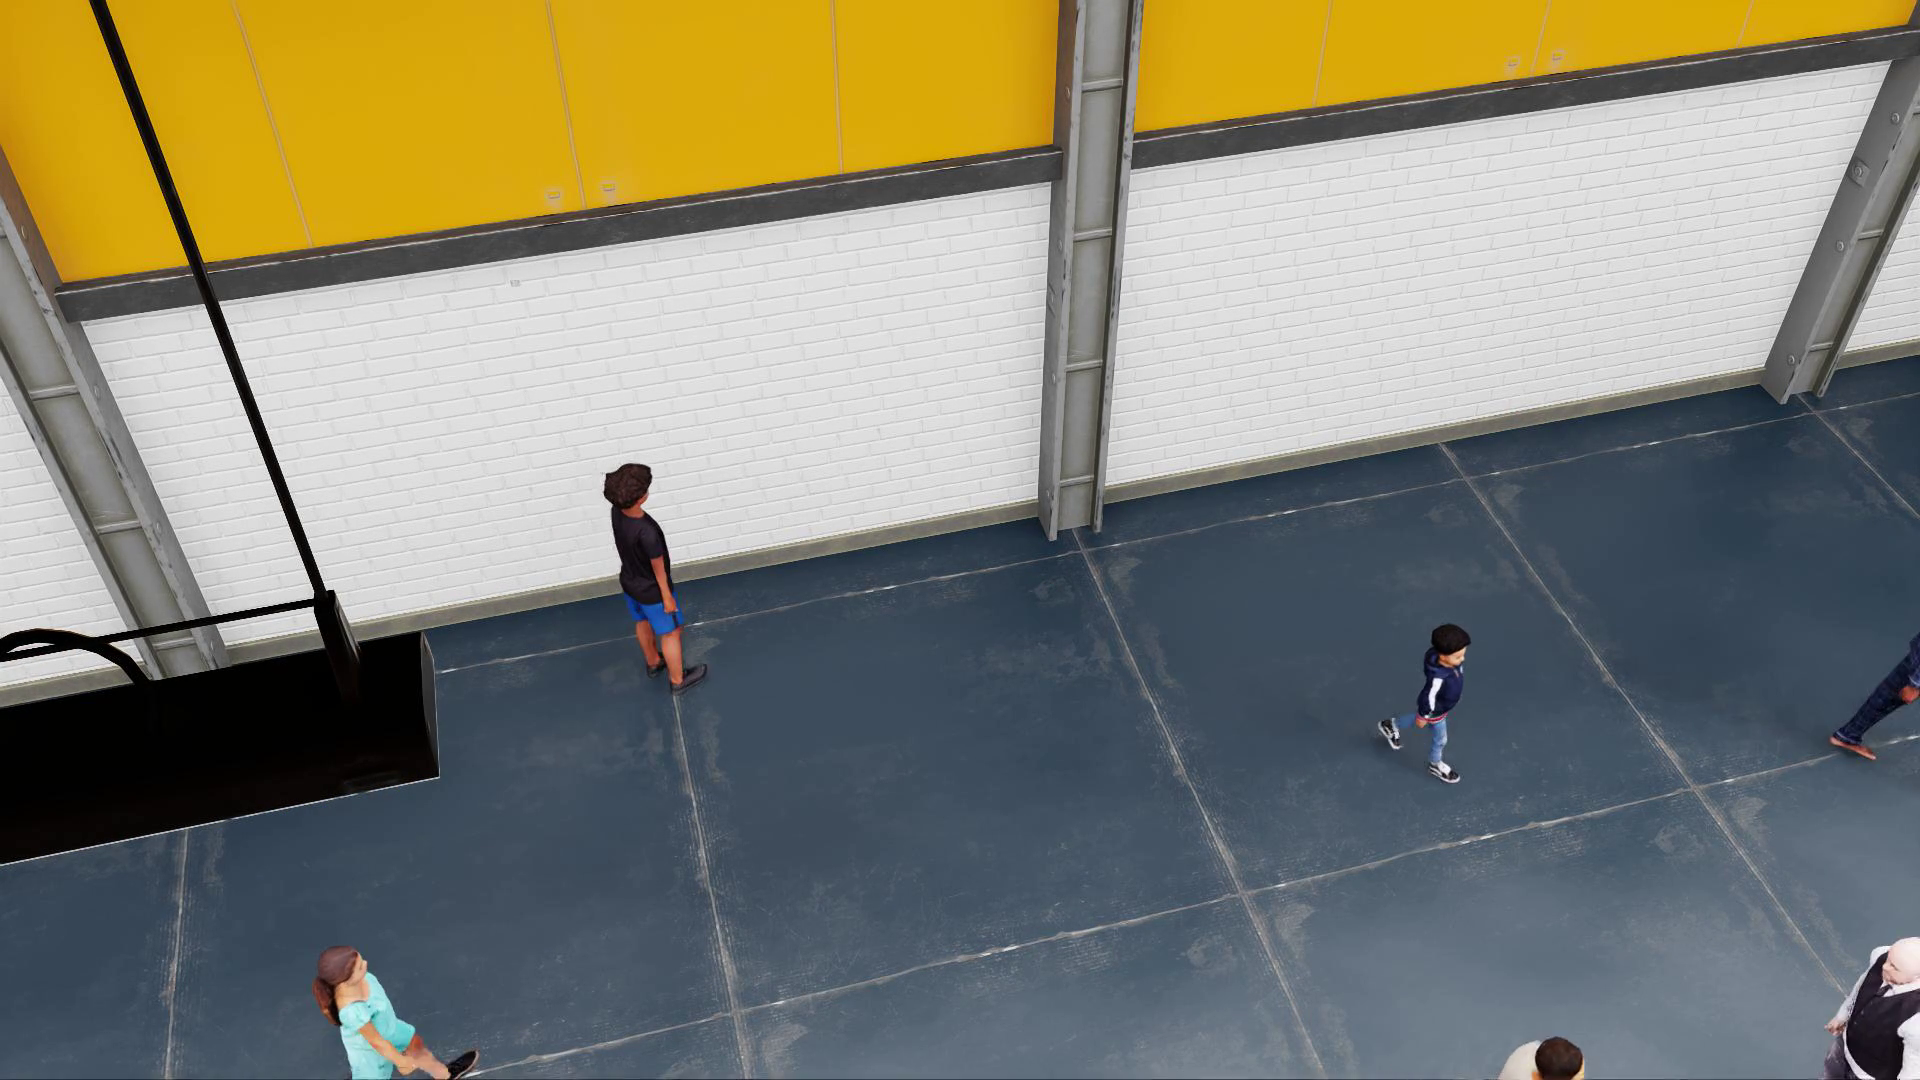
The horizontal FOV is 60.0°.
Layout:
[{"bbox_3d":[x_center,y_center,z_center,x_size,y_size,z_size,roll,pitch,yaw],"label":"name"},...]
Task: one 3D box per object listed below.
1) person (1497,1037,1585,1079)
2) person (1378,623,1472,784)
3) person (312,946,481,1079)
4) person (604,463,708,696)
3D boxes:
[{"bbox_3d":[2.440,2.757,7.735,1.215,1.780,1.040,8,44,8],"label":"person"},{"bbox_3d":[2.841,0.939,10.060,0.859,1.204,0.828,26,49,24],"label":"person"},{"bbox_3d":[-2.963,2.502,8.179,0.945,1.536,0.698,-22,48,-22],"label":"person"},{"bbox_3d":[-1.974,0.263,10.343,0.765,1.793,0.742,-33,53,-30],"label":"person"}]
